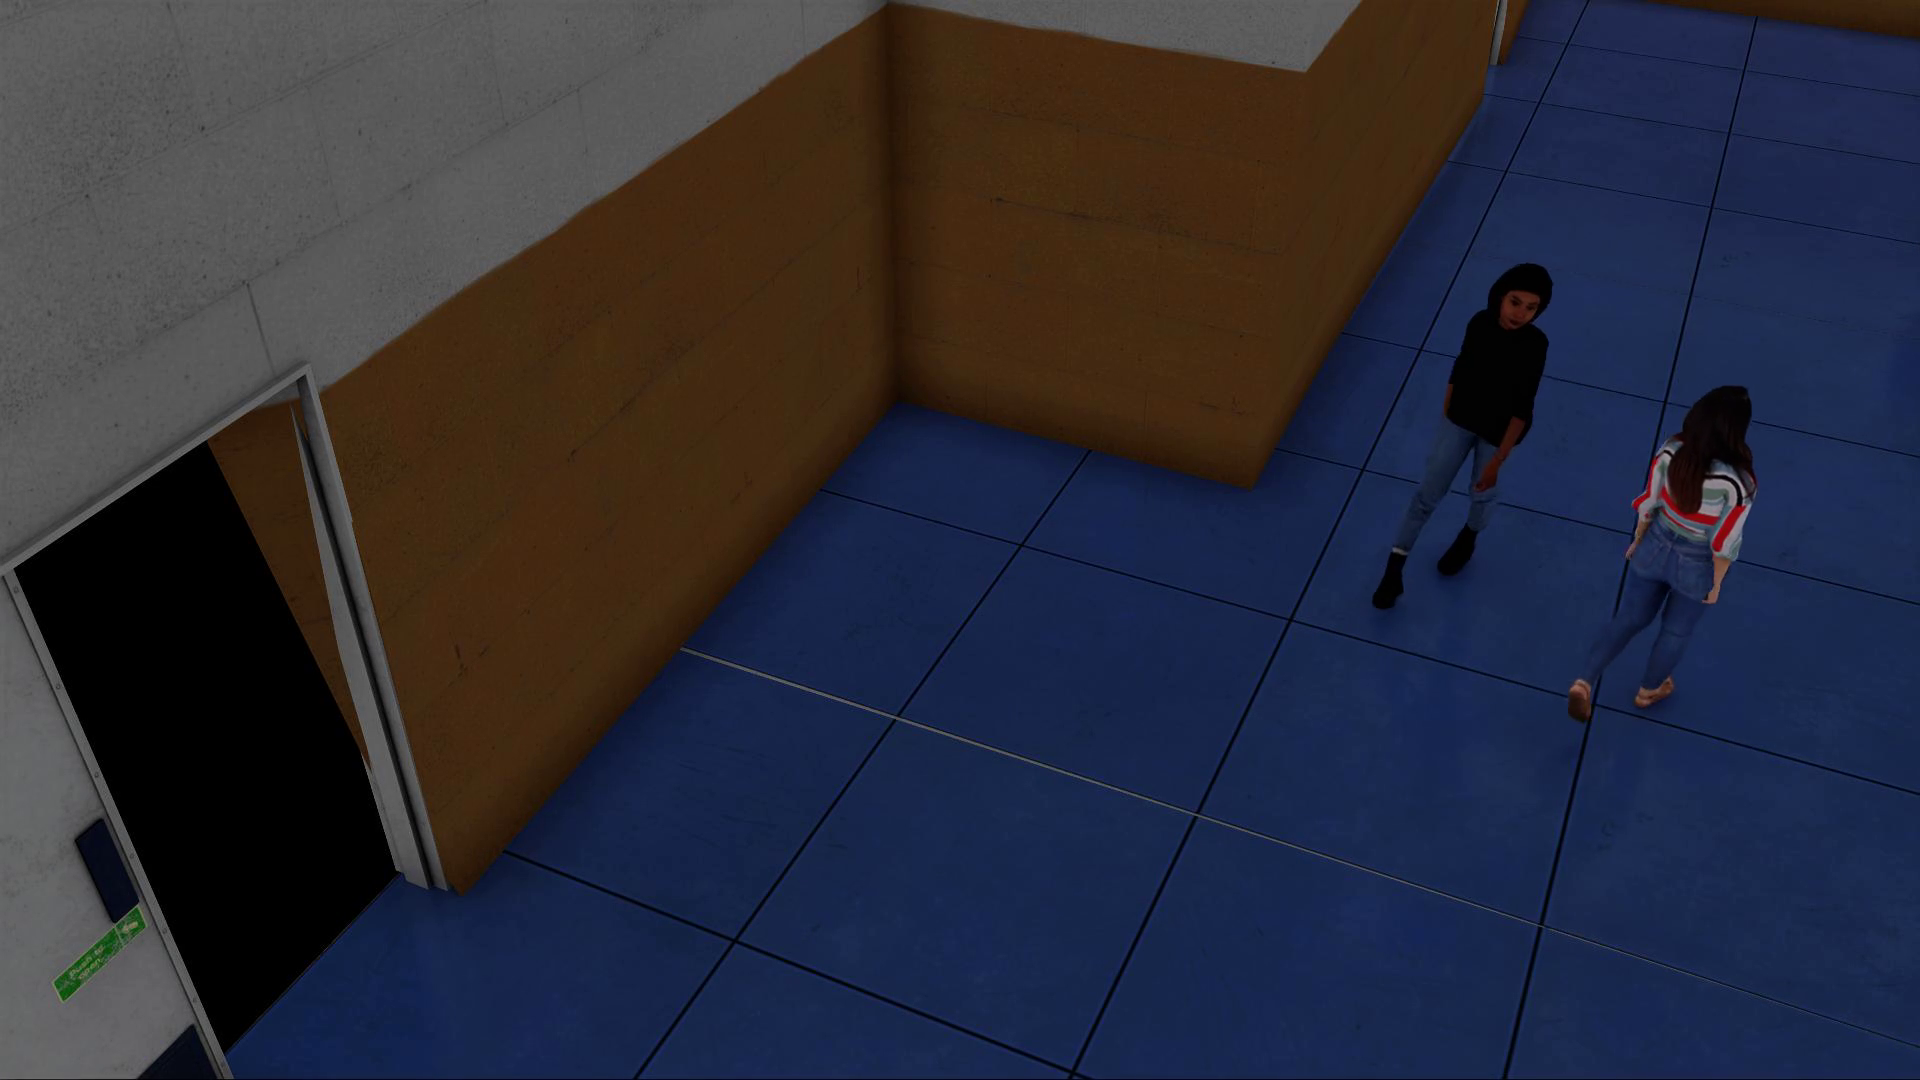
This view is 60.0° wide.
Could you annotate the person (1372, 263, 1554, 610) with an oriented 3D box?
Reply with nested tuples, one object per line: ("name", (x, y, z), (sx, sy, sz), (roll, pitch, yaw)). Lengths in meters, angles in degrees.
("person", (2.337, -0.484, 7.316), (0.993, 1.663, 0.765), (25, 43, 29))

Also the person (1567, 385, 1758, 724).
("person", (2.793, 0.110, 6.579), (0.910, 1.597, 0.955), (-25, 43, -29))
